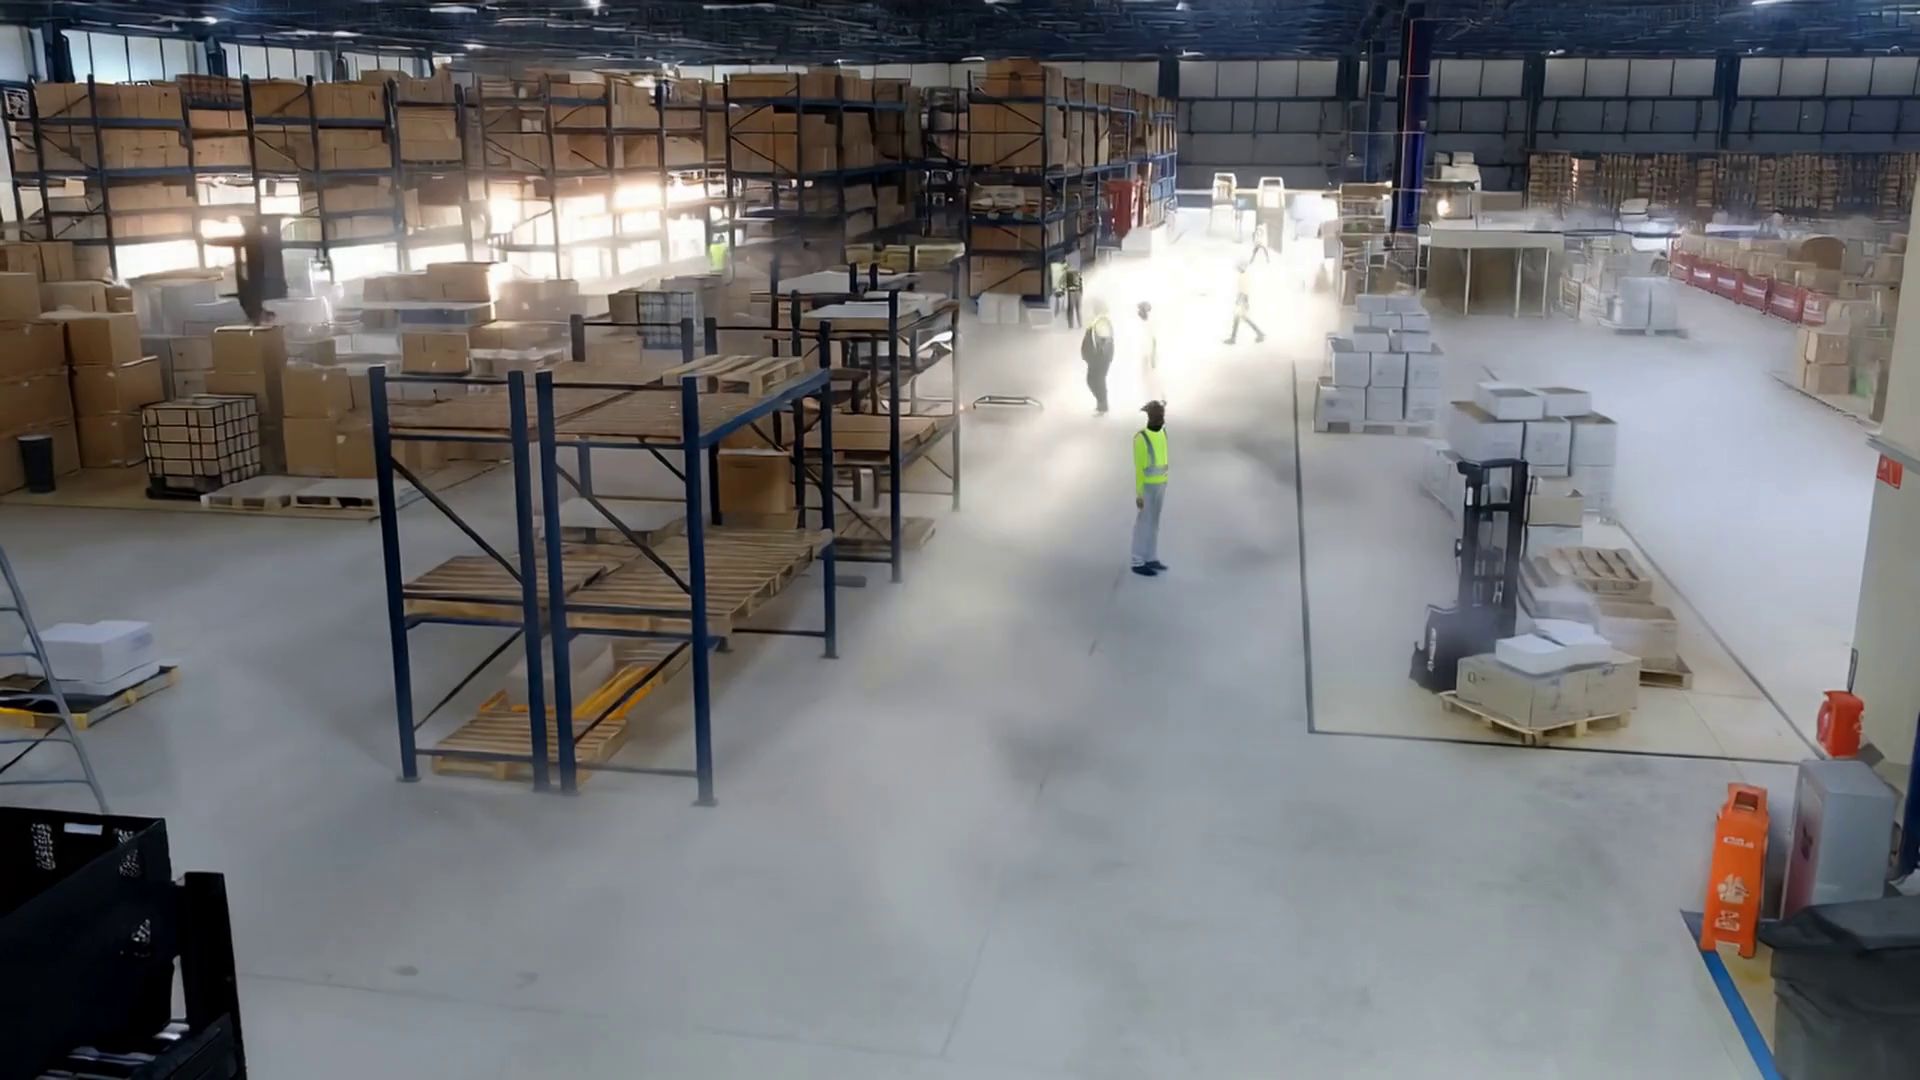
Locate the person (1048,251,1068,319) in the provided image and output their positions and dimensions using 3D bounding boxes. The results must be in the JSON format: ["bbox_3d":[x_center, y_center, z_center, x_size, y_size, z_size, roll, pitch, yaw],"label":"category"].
[{"bbox_3d":[2.426,-6.343,41.390,0.541,1.695,0.316,10,17,34],"label":"person"}]

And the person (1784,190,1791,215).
[{"bbox_3d":[40.096,-16.054,80.543,0.389,1.847,0.573,0,14,1],"label":"person"}]

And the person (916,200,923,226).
[{"bbox_3d":[-2.013,-16.501,82.141,0.548,1.937,0.358,-4,14,-15],"label":"person"}]

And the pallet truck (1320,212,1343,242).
[{"bbox_3d":[15.874,-13.227,70.310,0.680,1.201,1.601,10,17,35],"label":"pallet truck"}]

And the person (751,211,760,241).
[{"bbox_3d":[-8.601,-13.381,70.097,0.501,1.633,0.285,12,18,41],"label":"person"}]

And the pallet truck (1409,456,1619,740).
[{"bbox_3d":[4.504,0.400,13.395,0.823,1.965,1.885,-6,15,-23],"label":"pallet truck"}]

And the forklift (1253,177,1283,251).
[{"bbox_3d":[12.083,-12.747,64.956,1.129,2.768,1.873,3,14,10],"label":"forklift"}]

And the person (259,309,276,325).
[{"bbox_3d":[-10.588,-2.589,25.667,0.655,1.922,0.642,3,14,12],"label":"person"}]

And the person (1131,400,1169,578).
[{"bbox_3d":[2.004,-0.543,17.485,0.350,1.879,0.568,9,17,33],"label":"person"}]

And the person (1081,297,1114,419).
[{"bbox_3d":[2.233,-2.983,27.044,0.539,2.000,0.790,2,14,9],"label":"person"}]

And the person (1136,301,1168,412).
[{"bbox_3d":[3.157,-3.044,27.714,0.502,1.832,0.580,1,14,5],"label":"person"}]

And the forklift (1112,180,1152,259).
[{"bbox_3d":[6.082,-11.722,60.796,1.873,2.768,1.129,2,14,9],"label":"forklift"}]

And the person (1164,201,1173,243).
[{"bbox_3d":[8.692,-13.240,69.280,0.391,1.753,0.564,-2,14,-8],"label":"person"}]

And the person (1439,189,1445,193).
[{"bbox_3d":[23.532,-16.250,81.335,0.403,1.832,0.593,8,16,28],"label":"person"}]

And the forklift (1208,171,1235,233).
[{"bbox_3d":[11.885,-15.247,75.108,1.129,2.768,1.873,0,14,2],"label":"forklift"}]

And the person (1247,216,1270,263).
[{"bbox_3d":[10.599,-10.594,58.719,0.858,1.646,0.545,-3,14,-13],"label":"person"}]

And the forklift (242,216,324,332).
[{"bbox_3d":[-14.687,-5.452,35.340,1.873,2.768,1.129,3,14,10],"label":"forklift"}]

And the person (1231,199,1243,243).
[{"bbox_3d":[11.606,-13.377,69.703,0.403,1.825,0.591,-8,16,-30],"label":"person"}]

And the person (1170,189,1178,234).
[{"bbox_3d":[9.729,-14.965,75.785,0.376,1.995,0.612,-2,14,-8],"label":"person"}]

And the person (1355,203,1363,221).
[{"bbox_3d":[15.160,-11.869,63.331,0.356,1.938,0.545,1,14,3],"label":"person"}]

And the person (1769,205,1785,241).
[{"bbox_3d":[32.340,-12.412,65.935,0.580,1.747,0.525,0,14,-1],"label":"person"}]

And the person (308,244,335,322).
[{"bbox_3d":[-15.613,-6.287,40.733,0.587,1.911,0.397,-7,16,-27],"label":"person"}]

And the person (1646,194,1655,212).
[{"bbox_3d":[30.043,-14.055,72.246,0.838,1.924,0.614,8,16,29],"label":"person"}]

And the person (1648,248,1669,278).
[{"bbox_3d":[18.215,-6.806,43.412,0.525,1.620,0.456,1,14,3],"label":"person"}]

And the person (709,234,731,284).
[{"bbox_3d":[-6.591,-7.582,46.195,0.643,1.811,0.841,2,14,7],"label":"person"}]

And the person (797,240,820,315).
[{"bbox_3d":[-3.726,-6.393,41.020,0.615,1.985,0.404,-6,15,-23],"label":"person"}]

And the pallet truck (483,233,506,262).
[{"bbox_3d":[-11.832,-7.026,43.548,1.885,1.965,0.823,8,16,28],"label":"pallet truck"}]

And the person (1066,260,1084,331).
[{"bbox_3d":[2.693,-5.727,39.010,0.306,1.640,0.522,-11,18,-39],"label":"person"}]

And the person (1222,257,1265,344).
[{"bbox_3d":[6.267,-5.236,36.475,0.881,1.915,0.551,1,14,4],"label":"person"}]
